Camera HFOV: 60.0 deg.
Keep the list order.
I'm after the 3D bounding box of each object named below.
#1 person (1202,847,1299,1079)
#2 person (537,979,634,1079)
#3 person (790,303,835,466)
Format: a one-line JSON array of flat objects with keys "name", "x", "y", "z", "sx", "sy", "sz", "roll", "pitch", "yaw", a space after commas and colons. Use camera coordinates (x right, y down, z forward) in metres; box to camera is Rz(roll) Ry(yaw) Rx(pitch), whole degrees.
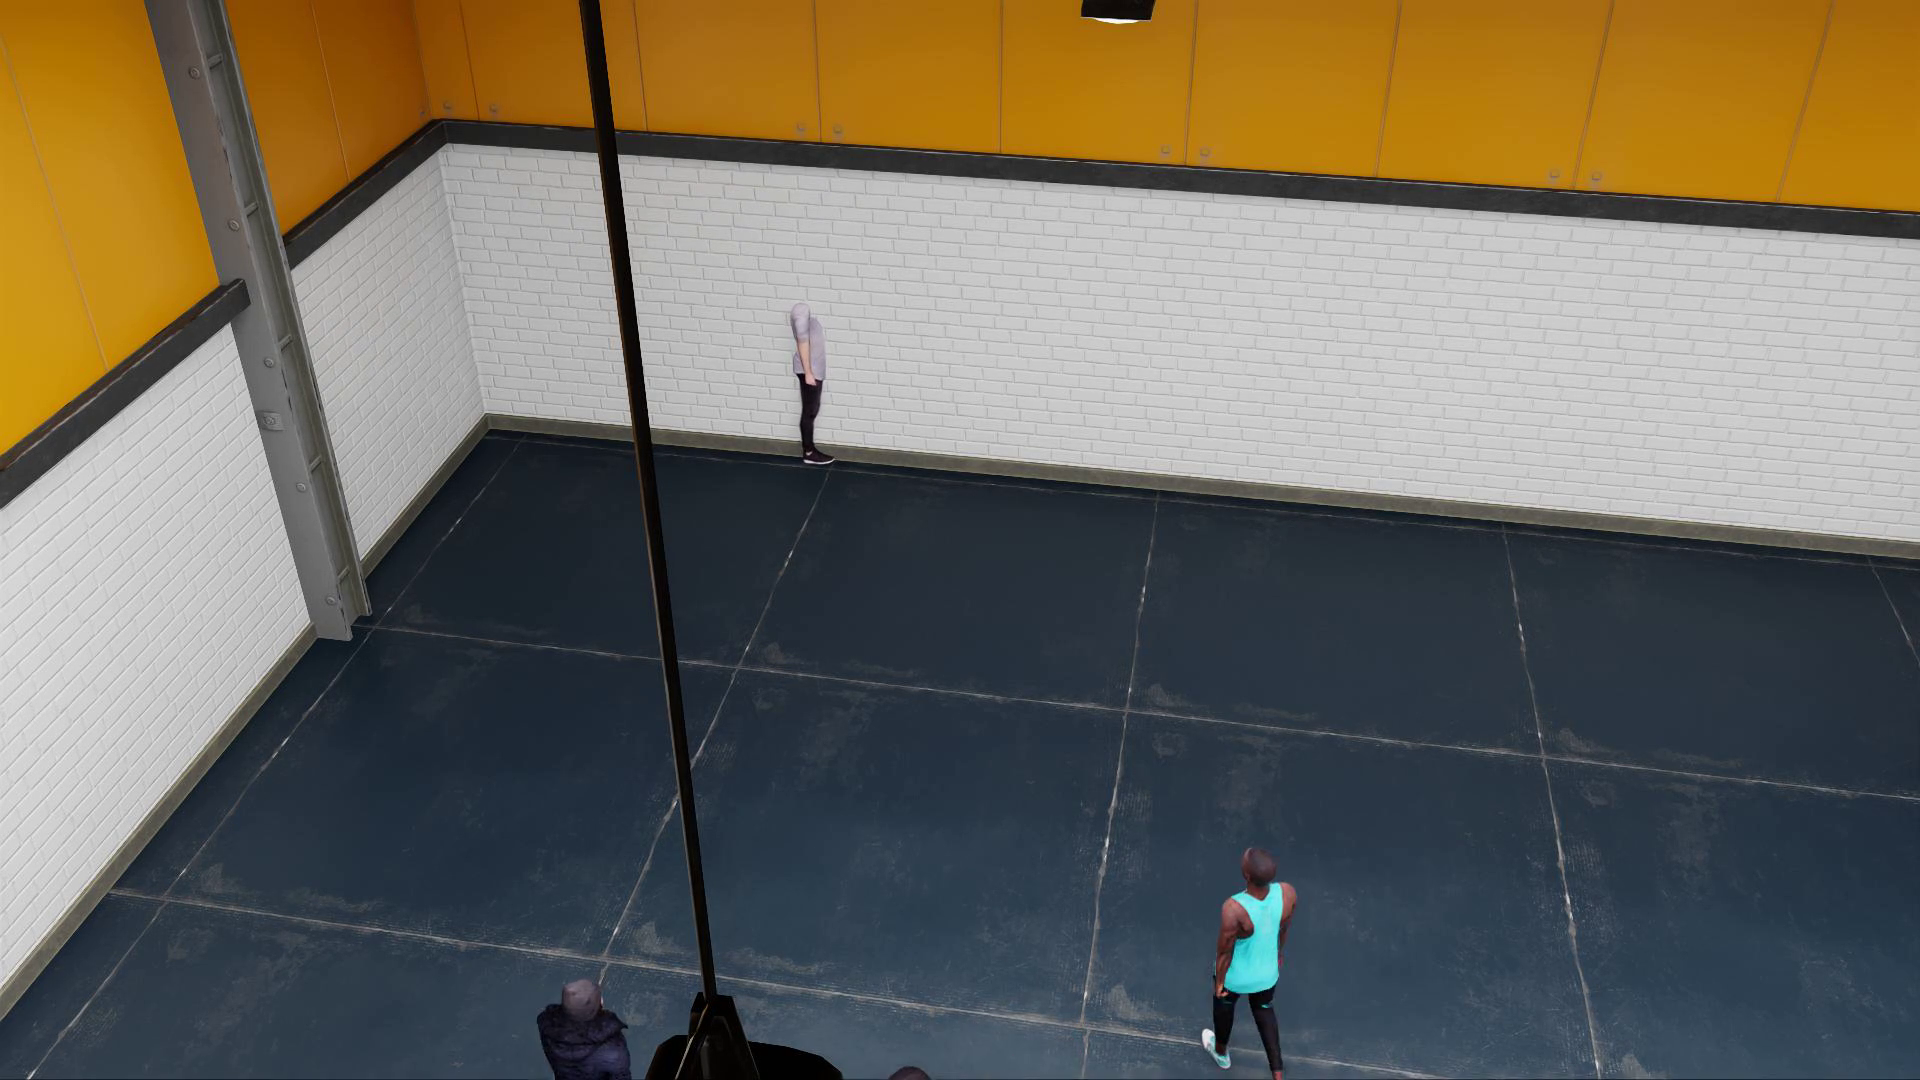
[{"name": "person", "x": 1.621, "y": 2.404, "z": 9.071, "sx": 0.904, "sy": 1.791, "sz": 1.125, "roll": -10, "pitch": 35, "yaw": -14}, {"name": "person", "x": -1.901, "y": 2.920, "z": 8.440, "sx": 0.790, "sy": 1.630, "sz": 1.085, "roll": 12, "pitch": 35, "yaw": 17}, {"name": "person", "x": -1.359, "y": -1.581, "z": 15.027, "sx": 0.754, "sy": 1.835, "sz": 0.566, "roll": 2, "pitch": 34, "yaw": 2}]
